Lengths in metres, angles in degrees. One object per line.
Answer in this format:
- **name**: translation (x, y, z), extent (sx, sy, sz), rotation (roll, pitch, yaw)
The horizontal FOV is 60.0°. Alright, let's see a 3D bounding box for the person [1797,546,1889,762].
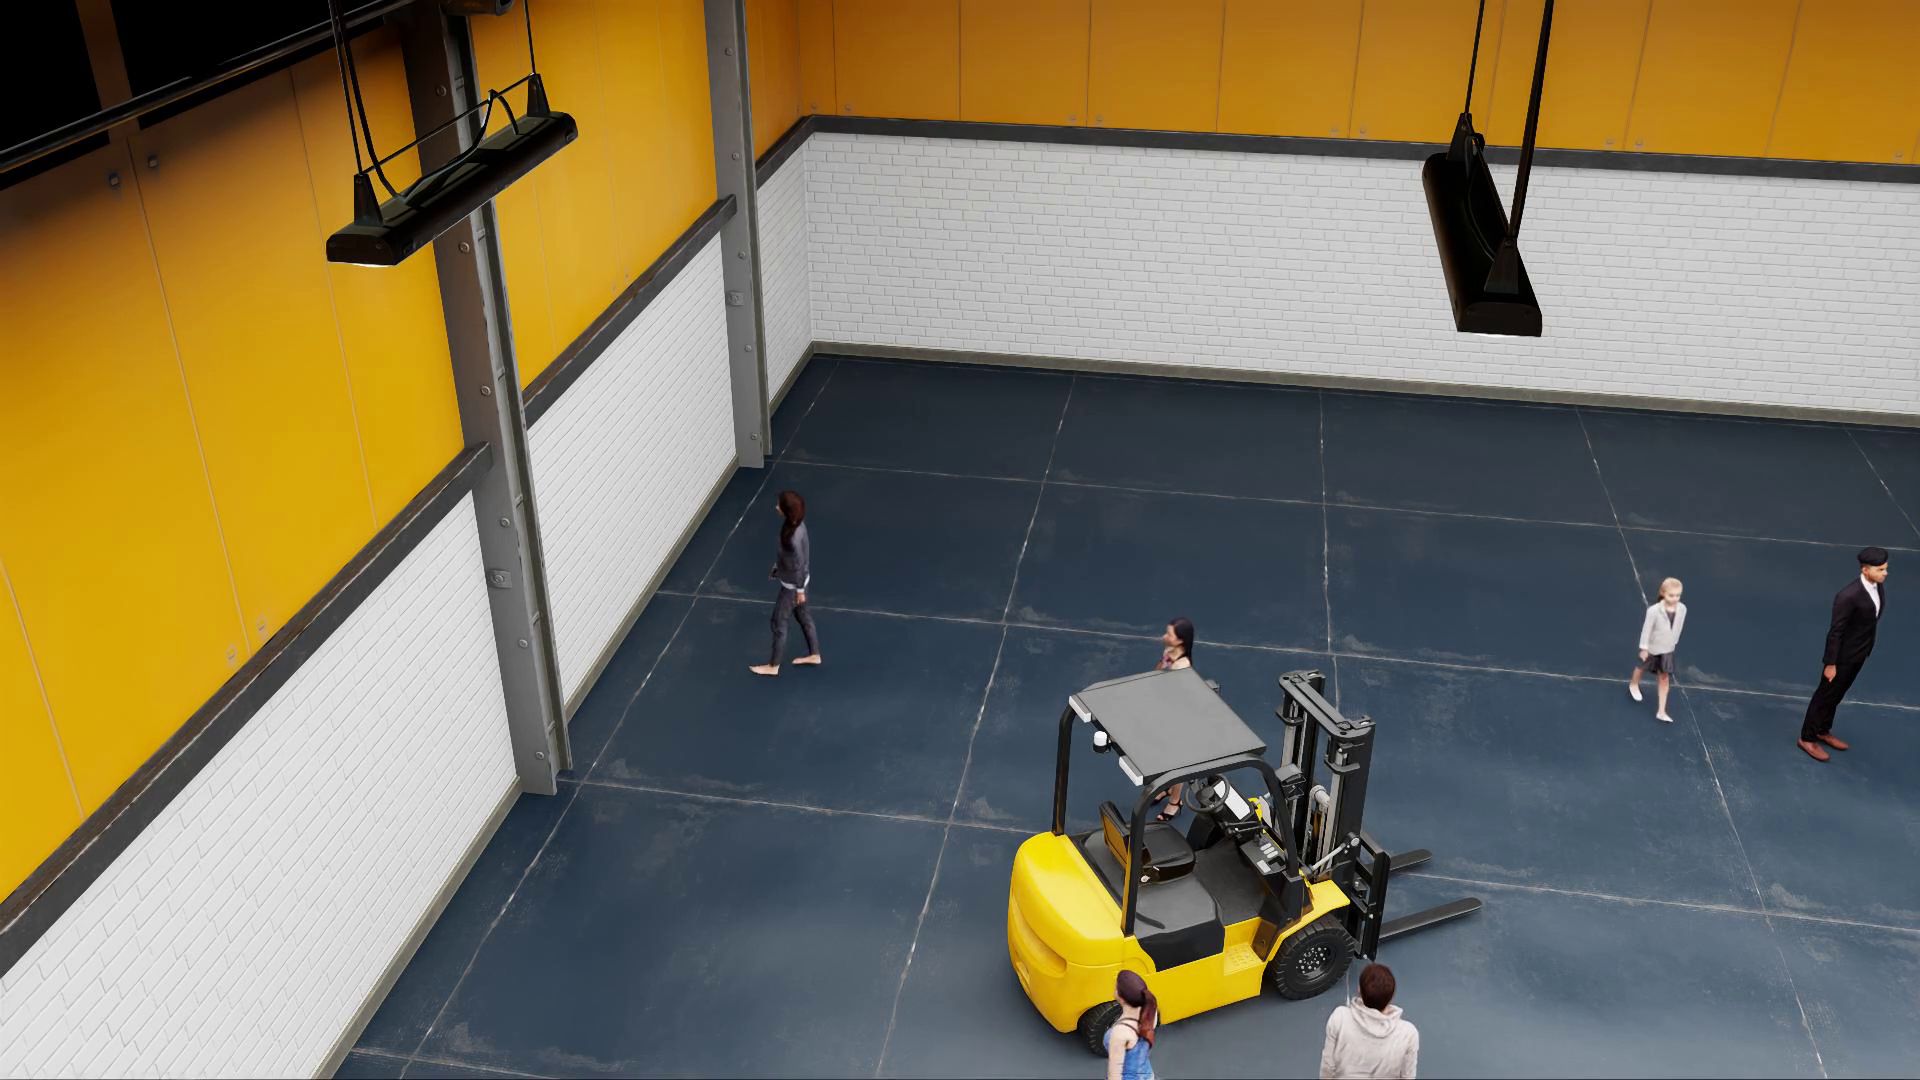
- **person**: translation (7.122, 0.880, 13.376), extent (0.752, 1.884, 0.819), rotation (-19, 34, -31)

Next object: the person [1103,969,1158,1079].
- **person**: translation (1.008, 3.155, 9.505), extent (0.765, 1.597, 0.688), rotation (25, 37, 38)

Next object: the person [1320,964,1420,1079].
- **person**: translation (2.248, 3.125, 9.295), extent (0.658, 1.851, 0.551), rotation (5, 29, 10)

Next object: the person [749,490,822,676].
- **person**: translation (-1.371, 0.354, 14.479), extent (0.818, 1.750, 0.872), rotation (-3, 29, -5)

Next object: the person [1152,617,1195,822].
- **person**: translation (1.603, 1.349, 12.630), extent (0.837, 1.775, 0.747), rotation (-7, 29, -13)

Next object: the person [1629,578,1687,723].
- **person**: translation (5.881, 0.869, 14.066), extent (0.638, 1.242, 0.916), rotation (-1, 29, -1)
